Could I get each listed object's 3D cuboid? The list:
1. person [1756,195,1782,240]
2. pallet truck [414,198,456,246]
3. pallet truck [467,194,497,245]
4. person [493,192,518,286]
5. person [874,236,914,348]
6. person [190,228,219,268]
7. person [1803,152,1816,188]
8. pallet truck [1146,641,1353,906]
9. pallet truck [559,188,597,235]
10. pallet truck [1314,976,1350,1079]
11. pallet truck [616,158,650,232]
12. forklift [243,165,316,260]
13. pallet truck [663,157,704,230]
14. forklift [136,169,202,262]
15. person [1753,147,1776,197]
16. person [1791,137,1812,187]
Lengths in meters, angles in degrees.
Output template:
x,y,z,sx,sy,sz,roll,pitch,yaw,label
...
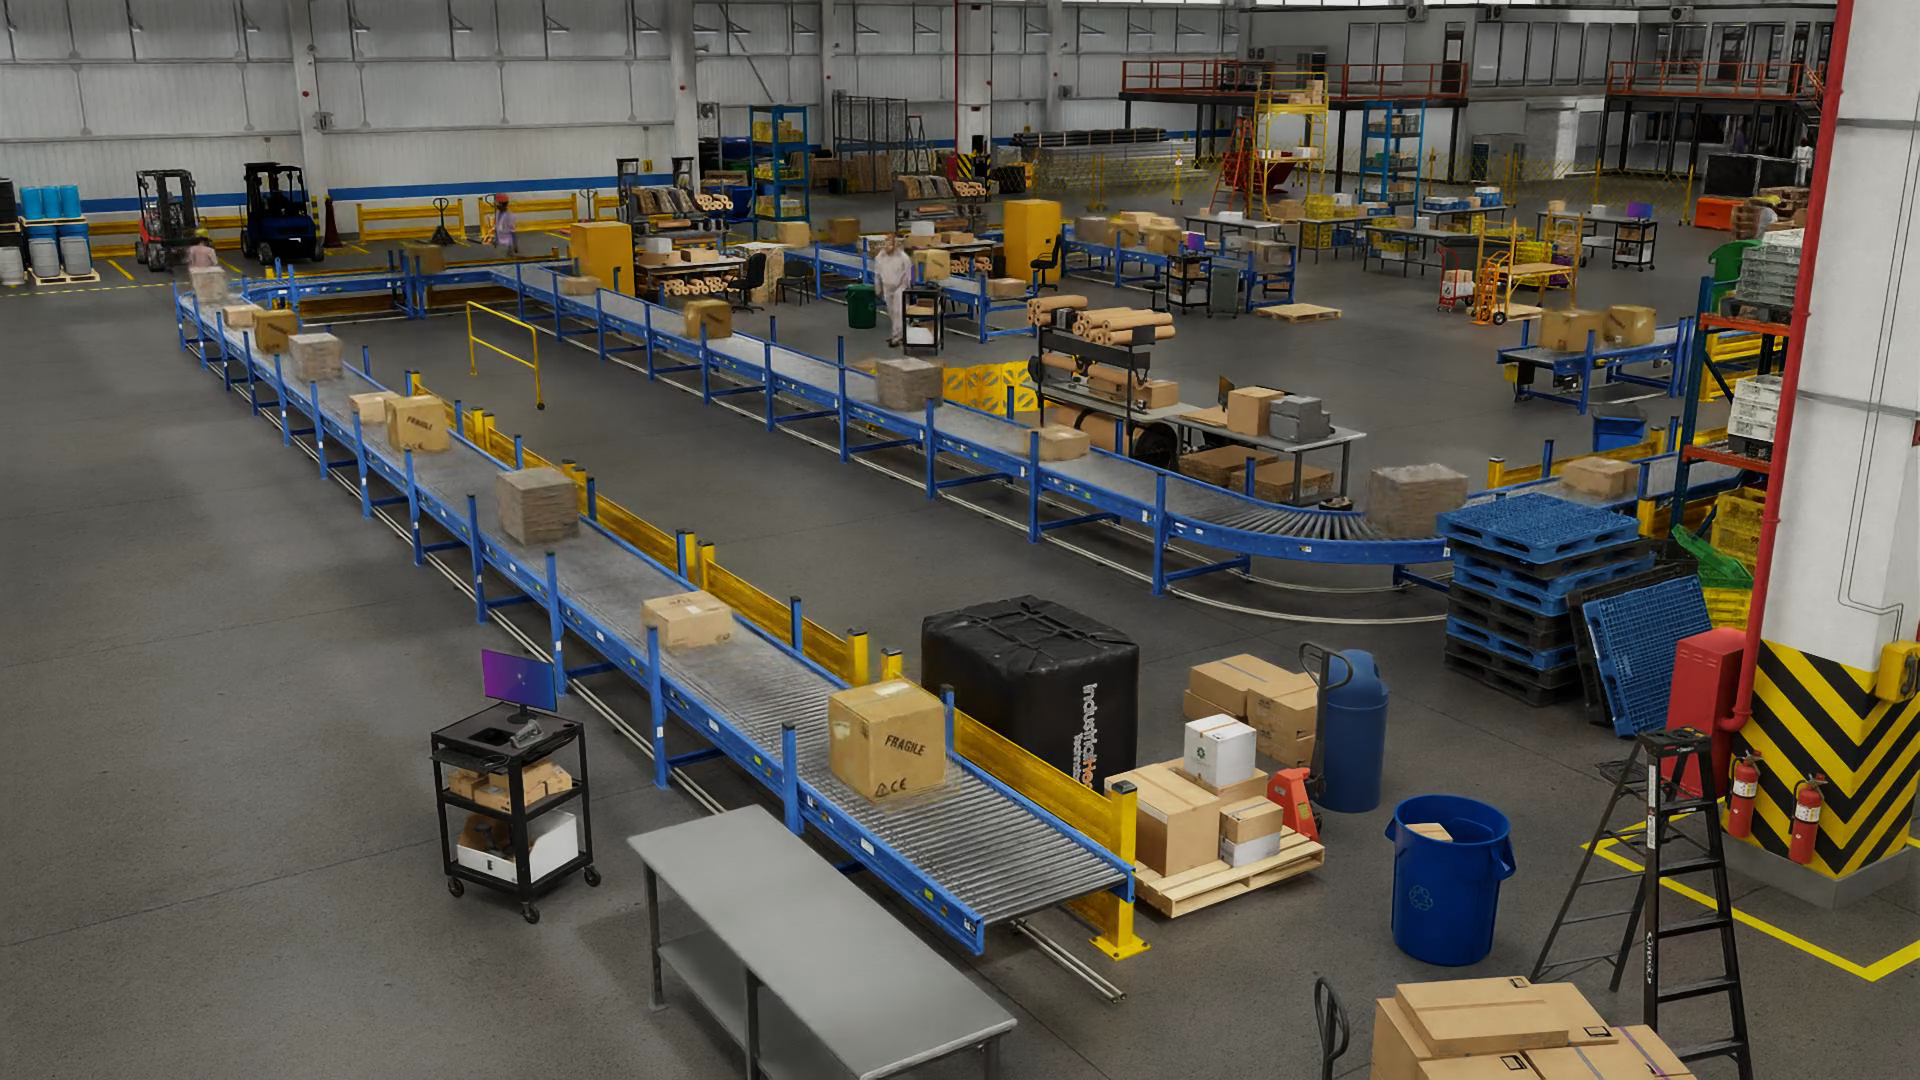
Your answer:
x,y,z,sx,sy,sz,roll,pitch,yaw,label
17.368,-6.497,35.708,0.949,1.782,0.612,2,17,5,person
-13.250,-8.060,41.856,0.680,1.201,1.601,-10,20,-31,pallet truck
-11.983,-8.177,42.137,0.704,1.261,1.522,-11,20,-33,pallet truck
-9.213,-6.110,34.044,0.972,2.016,0.606,-13,21,-36,person
-1.134,-4.187,27.941,0.666,1.845,0.843,8,18,24,person
-13.621,-4.750,30.018,0.541,1.723,0.912,6,18,20,person
27.886,-12.072,54.190,0.633,1.831,0.516,4,17,13,person
1.664,1.407,10.232,1.630,1.274,0.653,-10,20,-31,pallet truck
-10.010,-8.652,43.699,0.653,1.274,1.630,-10,20,-31,pallet truck
2.299,2.390,7.086,1.601,1.201,0.680,-2,17,-7,pallet truck
-8.918,-9.176,44.255,0.823,1.965,1.885,-9,19,-27,pallet truck
-15.898,-7.669,38.708,1.157,1.987,2.680,-11,20,-33,forklift
-7.586,-9.308,44.692,0.823,1.965,1.885,-11,20,-33,pallet truck
-17.842,-7.318,37.559,1.157,1.987,2.680,-10,20,-31,forklift
24.263,-10.892,50.196,0.597,1.865,1.016,-3,17,-11,person
27.937,-12.423,55.253,0.584,1.882,0.337,15,23,41,person
